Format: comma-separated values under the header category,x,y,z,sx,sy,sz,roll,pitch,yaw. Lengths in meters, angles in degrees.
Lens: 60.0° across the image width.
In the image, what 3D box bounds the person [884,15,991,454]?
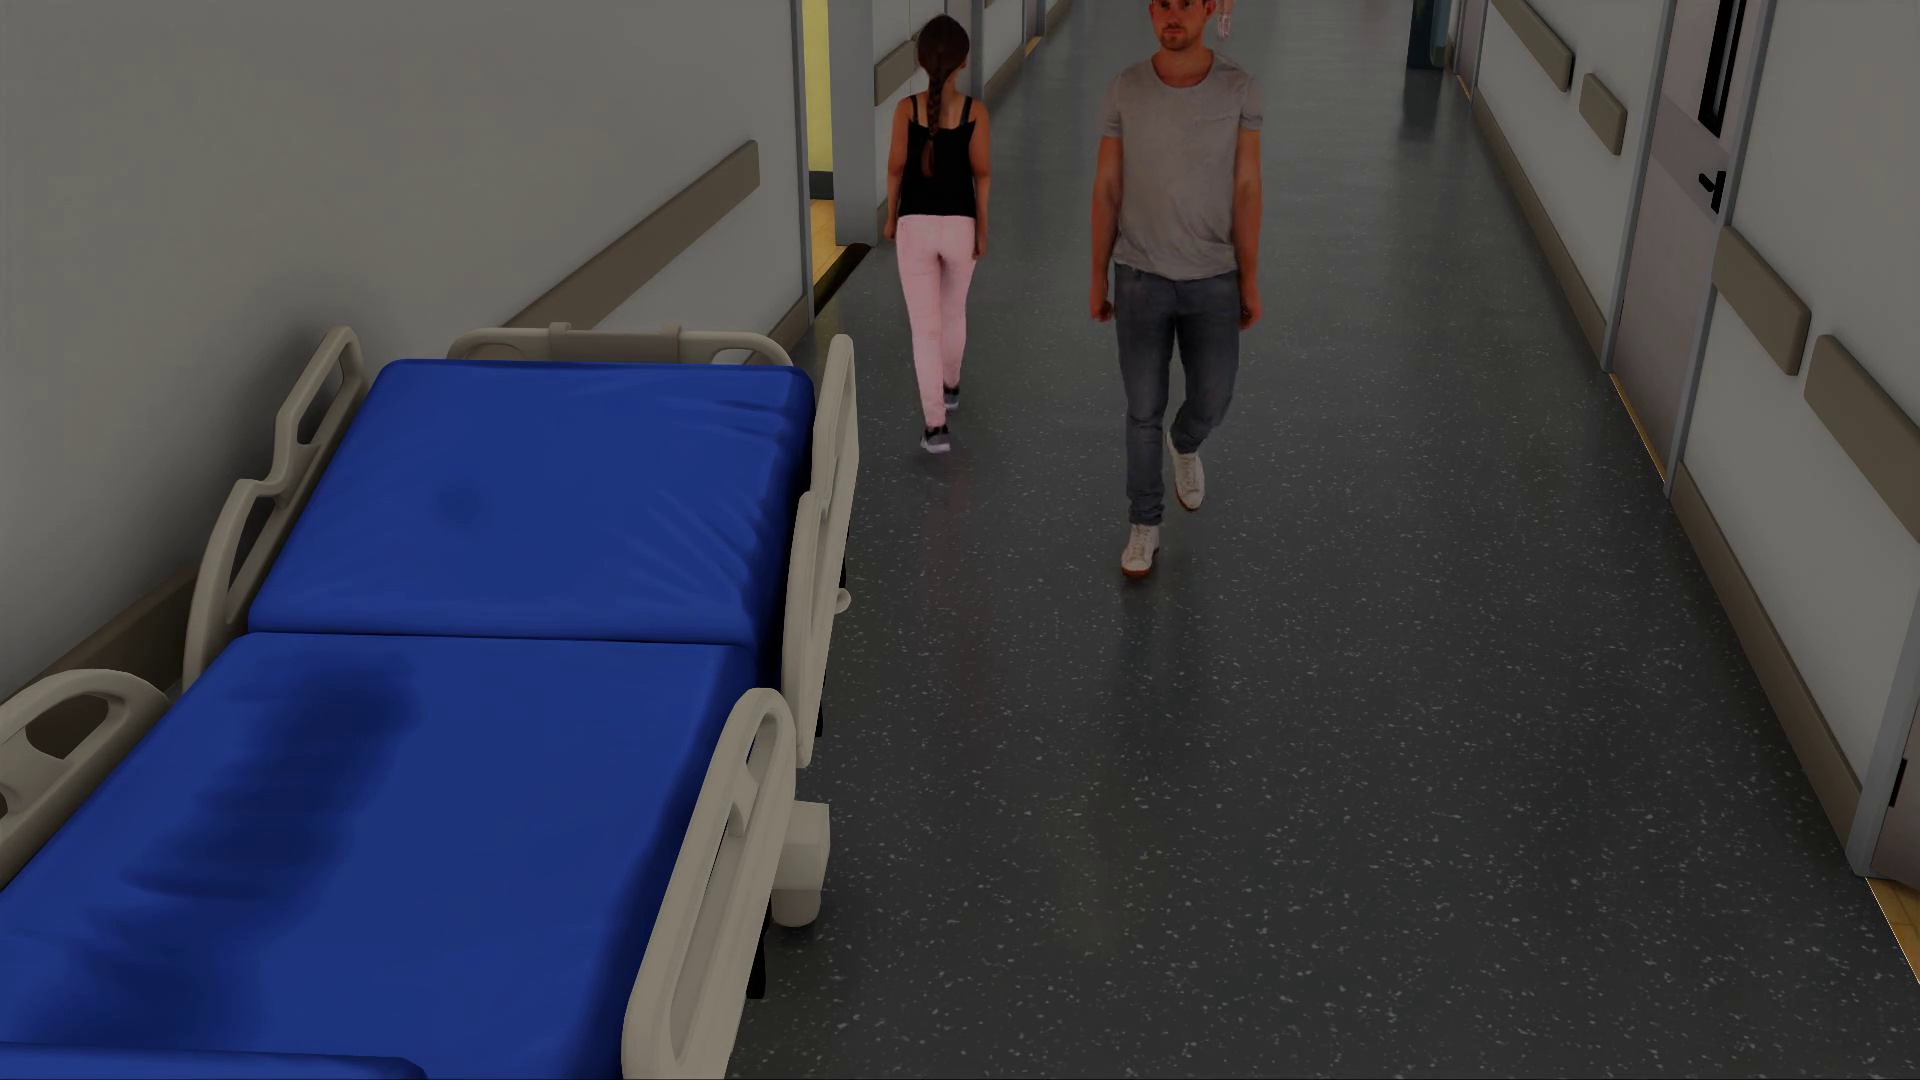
category,x,y,z,sx,sy,sz,roll,pitch,yaw
person,-0.081,-1.052,5.986,1.041,1.526,0.823,-4,26,-9

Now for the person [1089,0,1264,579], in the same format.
category,x,y,z,sx,sy,sz,roll,pitch,yaw
person,0.671,-0.838,5.129,0.787,1.884,0.752,3,26,7
